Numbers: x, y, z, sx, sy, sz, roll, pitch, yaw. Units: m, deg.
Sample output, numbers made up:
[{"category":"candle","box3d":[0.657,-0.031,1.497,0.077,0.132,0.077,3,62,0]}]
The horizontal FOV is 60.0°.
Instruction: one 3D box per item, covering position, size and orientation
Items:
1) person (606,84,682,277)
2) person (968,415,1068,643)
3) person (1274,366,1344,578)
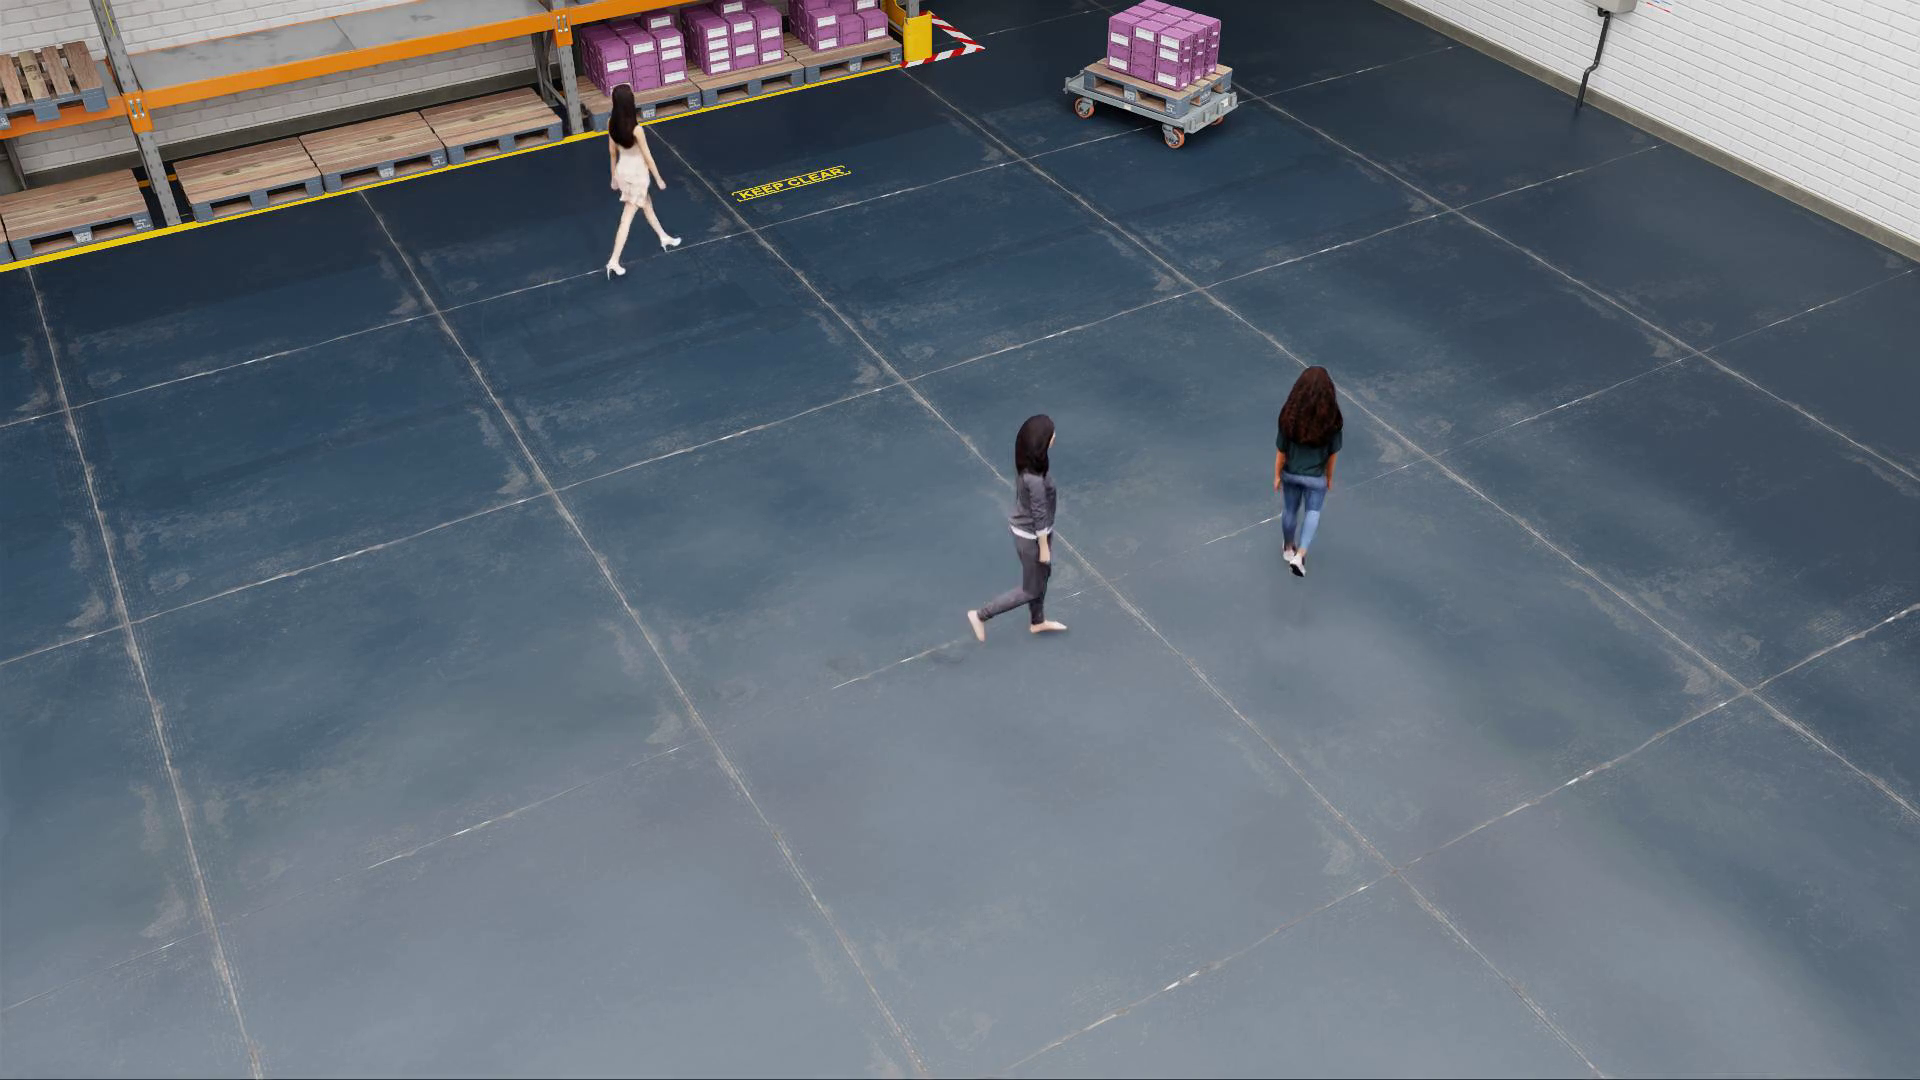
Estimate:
[{"category":"person","box3d":[-2.920,-3.076,14.511,0.797,1.683,1.125,30,47,32]},{"category":"person","box3d":[0.377,-0.011,10.625,1.004,1.743,0.794,-7,39,-8]},{"category":"person","box3d":[2.332,-0.423,11.249,0.895,1.608,0.944,8,39,10]}]
